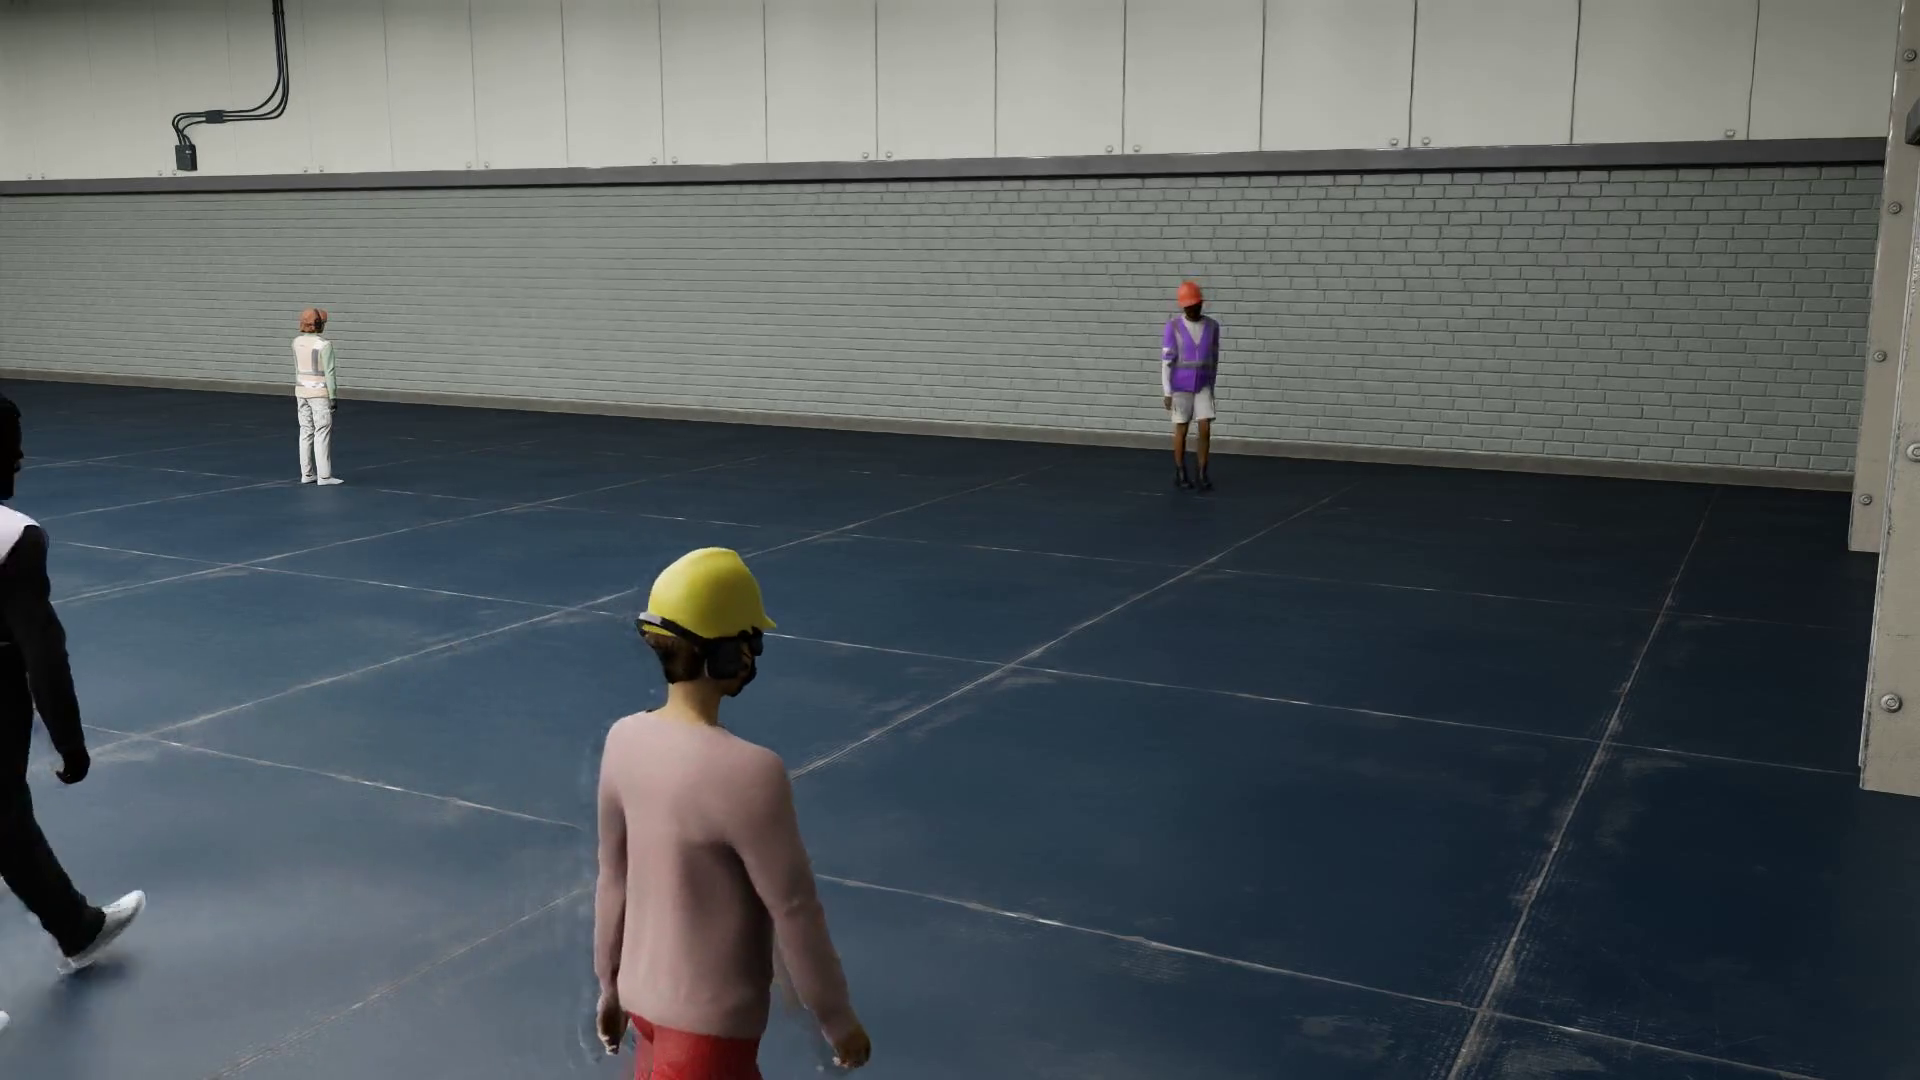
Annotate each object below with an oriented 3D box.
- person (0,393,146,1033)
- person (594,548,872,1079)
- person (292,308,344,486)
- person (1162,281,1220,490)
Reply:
[{"bbox_3d":[-2.737,0.491,4.832,0.603,1.867,0.960,4,11,21],"label":"person"},{"bbox_3d":[-0.495,0.873,3.173,0.921,1.719,0.536,-9,13,-39],"label":"person"},{"bbox_3d":[-5.935,-1.313,15.328,0.509,1.629,0.316,6,12,29],"label":"person"},{"bbox_3d":[2.063,-1.378,14.954,0.558,1.888,0.649,-2,11,-8],"label":"person"}]
